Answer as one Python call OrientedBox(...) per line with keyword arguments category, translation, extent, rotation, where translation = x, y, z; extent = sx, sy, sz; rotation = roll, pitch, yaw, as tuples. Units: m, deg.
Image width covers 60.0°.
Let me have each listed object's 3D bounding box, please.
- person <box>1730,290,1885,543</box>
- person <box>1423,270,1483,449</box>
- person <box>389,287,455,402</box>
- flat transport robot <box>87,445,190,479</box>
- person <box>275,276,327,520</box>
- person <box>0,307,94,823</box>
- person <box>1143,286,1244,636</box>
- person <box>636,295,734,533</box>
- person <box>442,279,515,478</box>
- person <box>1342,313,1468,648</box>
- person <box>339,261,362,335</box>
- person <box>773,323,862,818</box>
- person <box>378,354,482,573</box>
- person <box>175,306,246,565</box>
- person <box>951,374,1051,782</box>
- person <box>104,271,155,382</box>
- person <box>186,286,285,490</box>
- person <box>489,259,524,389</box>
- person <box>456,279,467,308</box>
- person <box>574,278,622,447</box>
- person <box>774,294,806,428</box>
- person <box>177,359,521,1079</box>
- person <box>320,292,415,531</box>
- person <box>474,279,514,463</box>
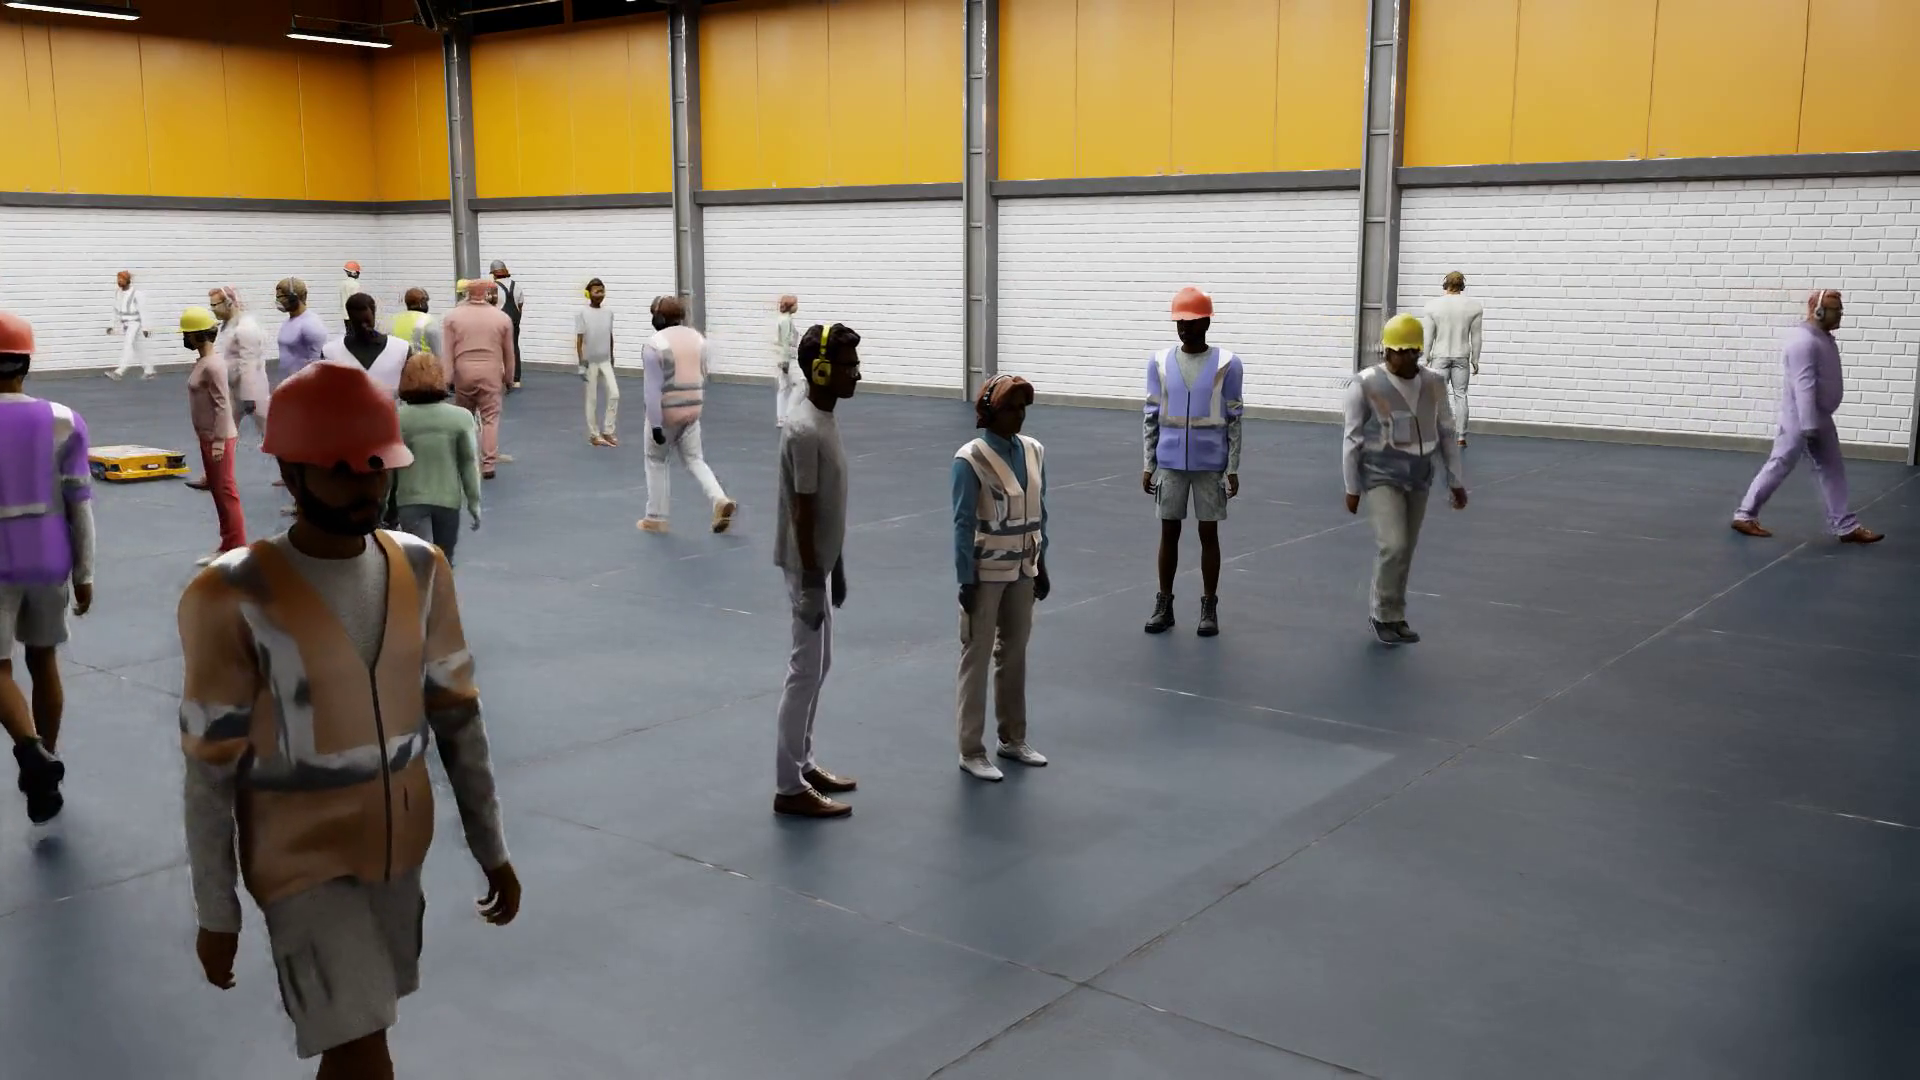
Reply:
OrientedBox(category="person", translation=(6.246, -0.905, 12.231), extent=(1.012, 1.856, 0.667), rotation=(9, 13, 43))
OrientedBox(category="person", translation=(5.339, -1.956, 18.089), extent=(0.635, 1.939, 0.362), rotation=(1, 10, 8))
OrientedBox(category="person", translation=(-5.244, -1.526, 15.996), extent=(0.629, 1.808, 0.907), rotation=(7, 12, 36))
OrientedBox(category="flat transport robot", translation=(-8.056, -0.757, 15.956), extent=(1.431, 0.197, 0.652), rotation=(8, 13, 39))
OrientedBox(category="person", translation=(-5.204, -1.114, 13.196), extent=(0.375, 1.936, 0.627), rotation=(-8, 13, -41))
OrientedBox(category="person", translation=(-3.488, 0.098, 6.192), extent=(0.542, 1.920, 0.776), rotation=(-9, 13, -43))
OrientedBox(category="person", translation=(1.276, -0.430, 9.206), extent=(0.552, 1.935, 0.365), rotation=(3, 10, 18))
OrientedBox(category="person", translation=(-2.100, -0.933, 12.503), extent=(0.803, 1.814, 0.623), rotation=(8, 13, 39))
OrientedBox(category="person", translation=(-4.569, -1.537, 15.823), extent=(0.667, 1.872, 0.698), rotation=(-3, 10, -16))
OrientedBox(category="person", translation=(2.379, -0.314, 8.923), extent=(0.608, 1.796, 0.511), rotation=(-4, 11, -22))
OrientedBox(category="person", translation=(-10.799, -3.973, 29.662), extent=(0.608, 1.996, 0.380), rotation=(8, 13, 40))
OrientedBox(category="person", translation=(-0.541, 0.116, 6.283), extent=(0.352, 1.857, 0.510), rotation=(0, 10, 1))
OrientedBox(category="person", translation=(-2.816, -0.186, 8.785), extent=(0.518, 1.580, 0.849), rotation=(-5, 11, -27))
OrientedBox(category="person", translation=(-5.005, -0.669, 11.105), extent=(0.322, 1.765, 0.533), rotation=(-6, 12, -32))
OrientedBox(category="person", translation=(0.160, 0.147, 6.734), extent=(0.313, 1.634, 0.514), rotation=(9, 13, 41))
OrientedBox(category="person", translation=(-13.888, -3.554, 27.712), extent=(0.582, 1.827, 1.005), rotation=(6, 11, 30))
OrientedBox(category="person", translation=(-6.436, -1.362, 14.958), extent=(1.005, 1.840, 0.683), rotation=(-9, 13, -43))
OrientedBox(category="person", translation=(-7.242, -3.404, 26.221), extent=(0.538, 2.000, 0.681), rotation=(8, 12, 37))
OrientedBox(category="person", translation=(-7.527, -3.175, 25.829), extent=(0.319, 1.730, 0.654), rotation=(8, 13, 39))
OrientedBox(category="person", translation=(-3.938, -1.929, 18.181), extent=(0.536, 1.844, 0.652), rotation=(-8, 13, -39))
OrientedBox(category="person", translation=(-2.022, -2.147, 20.088), extent=(0.444, 1.622, 0.547), rotation=(-1, 10, -7))
OrientedBox(category="person", translation=(-1.085, 0.622, 3.147), extent=(0.771, 1.909, 0.566), rotation=(6, 12, 33))
OrientedBox(category="person", translation=(-3.961, -0.747, 11.256), extent=(0.627, 1.872, 0.985), rotation=(-3, 10, -19))
OrientedBox(category="person", translation=(-4.896, -1.716, 16.916), extent=(0.696, 1.863, 0.591), rotation=(4, 10, 21))
